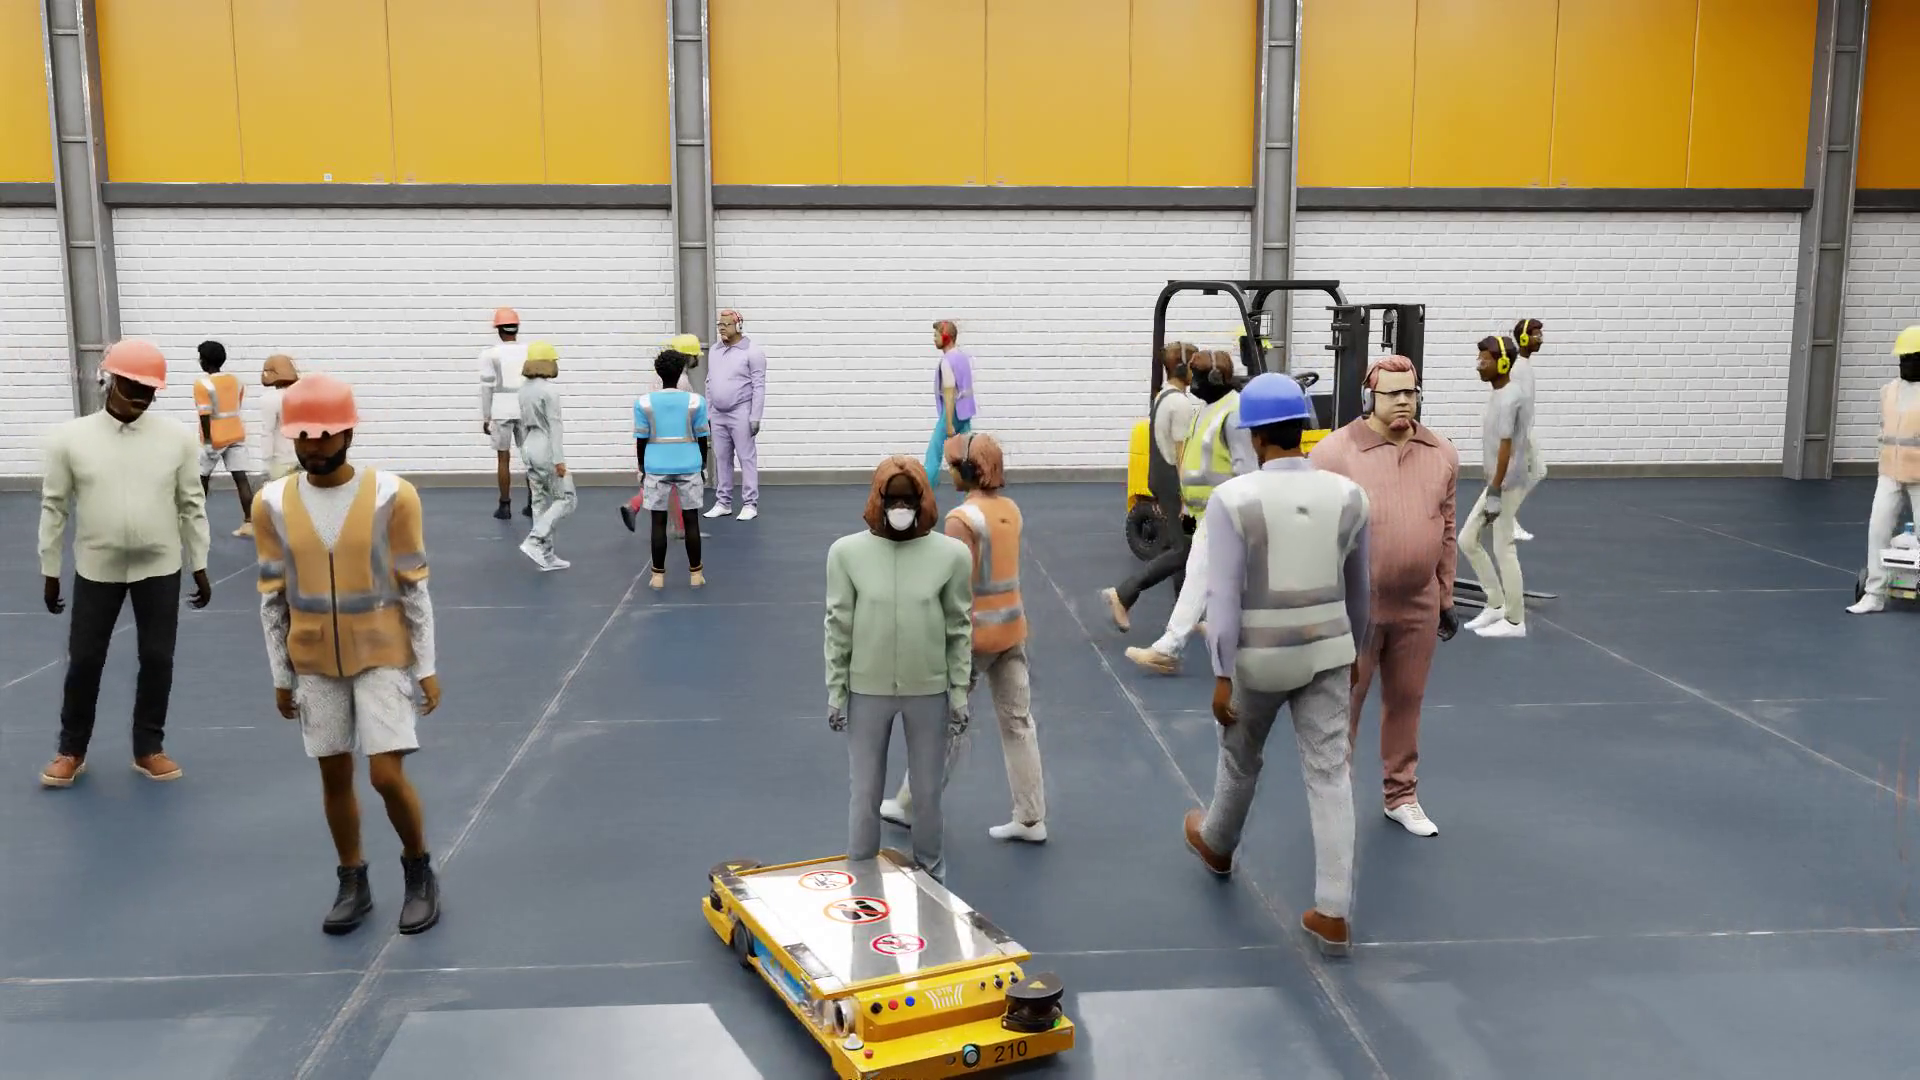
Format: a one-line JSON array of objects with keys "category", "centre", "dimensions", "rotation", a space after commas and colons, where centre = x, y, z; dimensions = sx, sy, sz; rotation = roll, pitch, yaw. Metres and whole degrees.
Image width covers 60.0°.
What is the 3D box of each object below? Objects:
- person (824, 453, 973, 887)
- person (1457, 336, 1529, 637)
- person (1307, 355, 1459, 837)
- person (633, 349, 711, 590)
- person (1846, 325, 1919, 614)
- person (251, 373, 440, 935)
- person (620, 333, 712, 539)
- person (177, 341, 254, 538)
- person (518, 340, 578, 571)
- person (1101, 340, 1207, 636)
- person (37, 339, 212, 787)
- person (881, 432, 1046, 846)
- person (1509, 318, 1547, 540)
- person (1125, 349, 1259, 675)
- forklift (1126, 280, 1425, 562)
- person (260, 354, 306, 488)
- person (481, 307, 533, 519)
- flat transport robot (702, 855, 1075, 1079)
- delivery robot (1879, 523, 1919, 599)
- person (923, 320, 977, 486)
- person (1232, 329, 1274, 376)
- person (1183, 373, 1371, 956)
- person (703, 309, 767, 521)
[{"category": "person", "centre": [-0.204, 0.523, 5.556], "dimensions": [0.497, 1.632, 0.289], "rotation": [-1, 9, -4]}, {"category": "person", "centre": [3.263, -0.313, 10.111], "dimensions": [0.489, 1.846, 0.544], "rotation": [2, 9, 11]}, {"category": "person", "centre": [1.664, 0.232, 6.520], "dimensions": [0.651, 1.907, 0.409], "rotation": [-2, 9, -12]}, {"category": "person", "centre": [-2.020, -0.488, 11.698], "dimensions": [0.536, 1.696, 0.318], "rotation": [-2, 9, -11]}, {"category": "person", "centre": [6.270, -0.455, 10.880], "dimensions": [0.892, 1.894, 0.594], "rotation": [-4, 10, -22]}, {"category": "person", "centre": [-2.026, 0.402, 5.494], "dimensions": [0.562, 1.909, 0.498], "rotation": [-1, 9, -5]}, {"category": "person", "centre": [-2.448, -0.847, 13.831], "dimensions": [0.672, 1.738, 0.537], "rotation": [-3, 10, -18]}, {"category": "person", "centre": [-6.305, -0.841, 14.025], "dimensions": [0.847, 1.661, 0.542], "rotation": [4, 10, 23]}, {"category": "person", "centre": [-3.102, -0.617, 12.363], "dimensions": [0.510, 1.728, 0.392], "rotation": [9, 12, 43]}, {"category": "person", "centre": [1.258, -0.291, 10.064], "dimensions": [0.704, 1.827, 0.525], "rotation": [0, 9, -3]}, {"category": "person", "centre": [-3.595, 0.109, 7.179], "dimensions": [0.670, 1.955, 0.525], "rotation": [-5, 11, -31]}, {"category": "person", "centre": [-0.002, 0.384, 6.486], "dimensions": [0.792, 1.605, 0.532], "rotation": [6, 11, 32]}, {"category": "person", "centre": [4.699, -0.915, 13.874], "dimensions": [0.399, 1.854, 0.560], "rotation": [6, 11, 32]}, {"category": "person", "centre": [1.307, -0.148, 9.245], "dimensions": [0.904, 1.799, 0.635], "rotation": [-1, 9, -9]}, {"category": "forklift", "centre": [2.301, -0.860, 12.475], "dimensions": [1.214, 2.155, 2.313], "rotation": [-6, 11, -35]}, {"category": "person", "centre": [-5.023, -0.584, 12.523], "dimensions": [0.461, 1.623, 0.510], "rotation": [2, 9, 14]}, {"category": "person", "centre": [-4.073, -1.152, 15.154], "dimensions": [0.554, 1.929, 0.378], "rotation": [-5, 10, -29]}, {"category": "flat transport robot", "centre": [-0.278, 1.264, 5.157], "dimensions": [0.652, 0.197, 1.431], "rotation": [-4, 10, -25]}, {"category": "delivery robot", "centre": [6.349, 0.129, 11.103], "dimensions": [0.477, 0.478, 0.707], "rotation": [8, 12, 40]}, {"category": "person", "centre": [-0.122, -1.130, 15.414], "dimensions": [0.962, 1.792, 0.596], "rotation": [3, 10, 18]}, {"category": "person", "centre": [2.433, -0.881, 13.843], "dimensions": [0.724, 1.799, 0.601], "rotation": [3, 10, 18]}, {"category": "person", "centre": [1.099, 0.374, 5.699], "dimensions": [0.652, 1.875, 1.040], "rotation": [-2, 9, -13]}, {"category": "person", "centre": [-2.066, -1.130, 15.078], "dimensions": [0.639, 1.908, 0.409], "rotation": [5, 10, 30]}]
